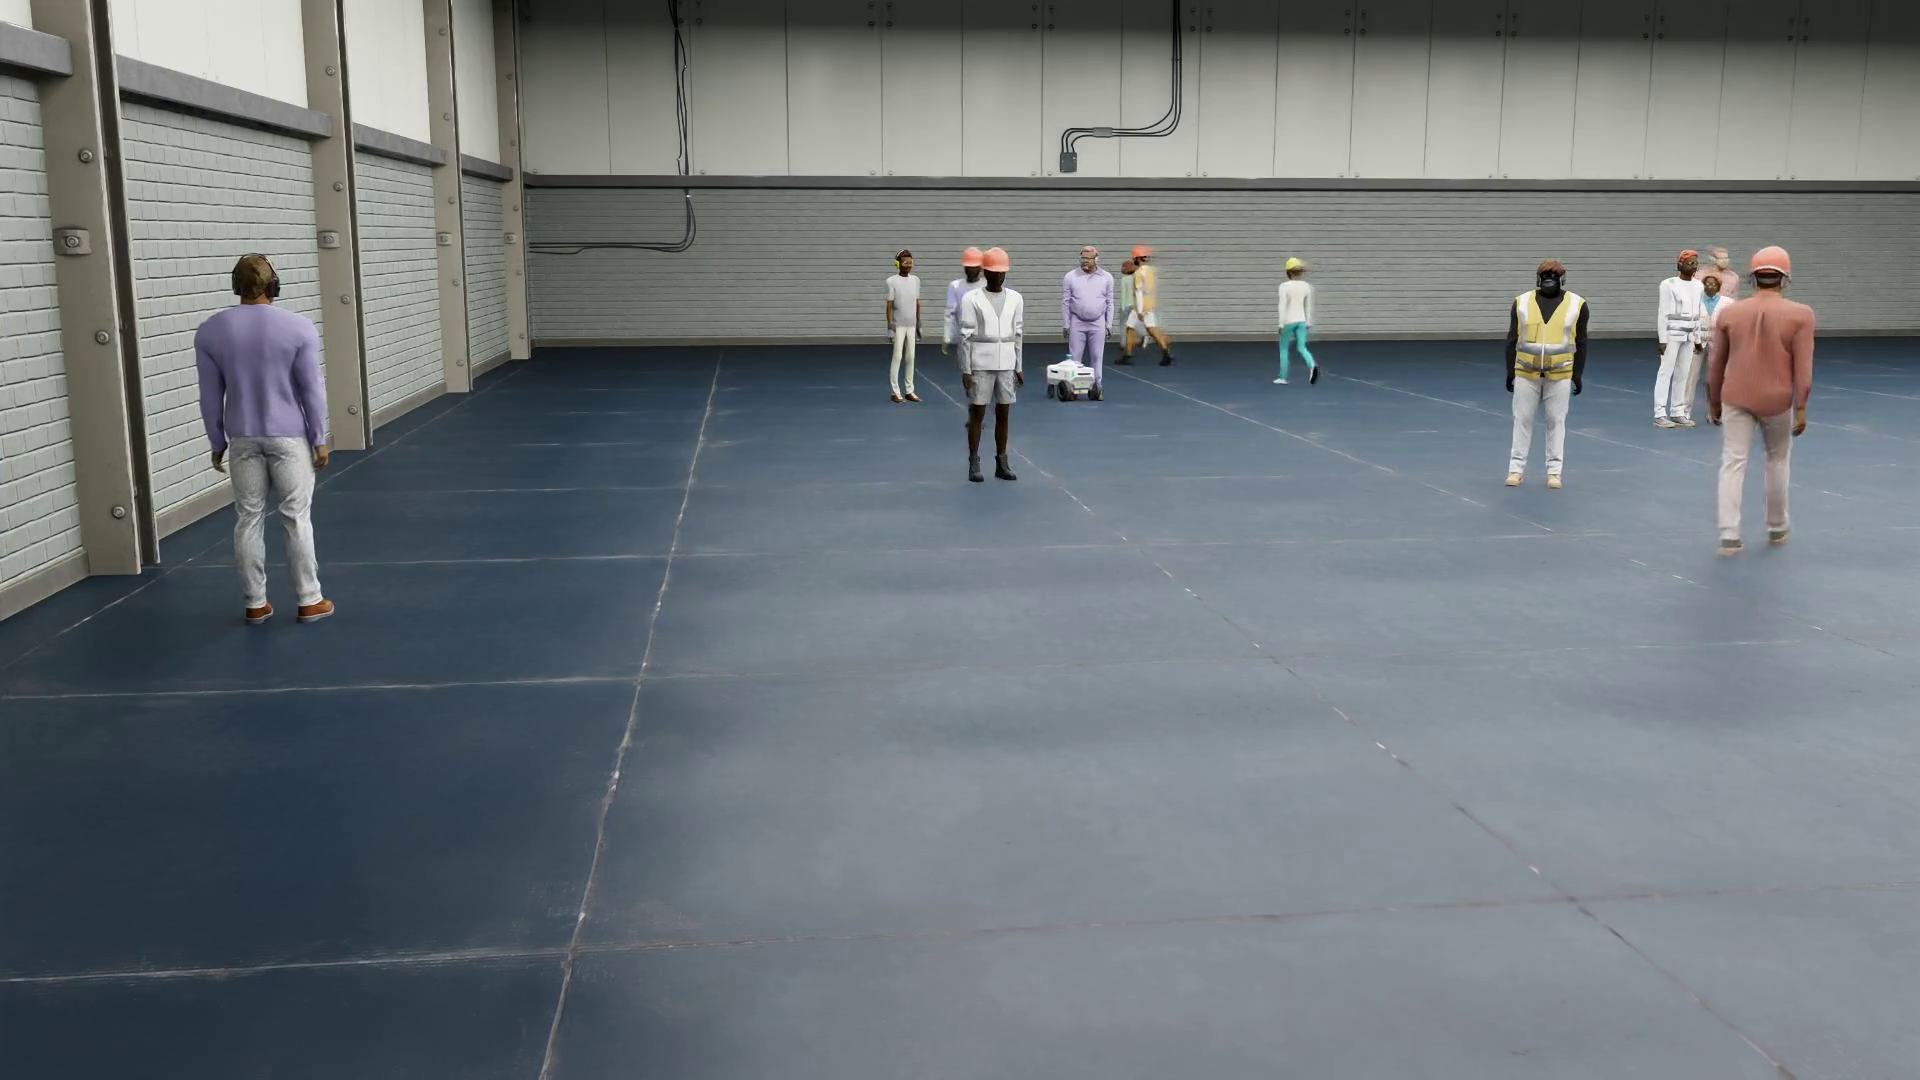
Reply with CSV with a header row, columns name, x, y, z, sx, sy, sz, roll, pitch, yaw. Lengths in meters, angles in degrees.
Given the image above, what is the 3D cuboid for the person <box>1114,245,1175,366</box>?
name,x,y,z,sx,sy,sz,roll,pitch,yaw
person,2.923,-3.670,26.101,0.951,1.903,0.554,7,13,35

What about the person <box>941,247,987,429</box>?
name,x,y,z,sx,sy,sz,roll,pitch,yaw
person,0.099,-2.099,17.450,0.555,1.897,0.878,3,11,18

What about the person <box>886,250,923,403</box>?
name,x,y,z,sx,sy,sz,roll,pitch,yaw
person,-0.675,-2.608,20.365,0.507,1.865,0.325,-8,13,-39

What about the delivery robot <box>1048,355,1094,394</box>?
name,x,y,z,sx,sy,sz,roll,pitch,yaw
delivery robot,1.375,-2.058,20.675,0.477,0.478,0.707,-5,11,-24

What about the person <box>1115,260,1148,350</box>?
name,x,y,z,sx,sy,sz,roll,pitch,yaw
person,3.039,-4.166,29.554,0.509,1.617,0.607,-8,13,-38

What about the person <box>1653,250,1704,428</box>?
name,x,y,z,sx,sy,sz,roll,pitch,yaw
person,7.670,-2.137,17.721,0.572,1.883,0.354,-4,11,-22

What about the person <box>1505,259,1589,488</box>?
name,x,y,z,sx,sy,sz,roll,pitch,yaw
person,4.723,-1.338,13.453,0.619,1.845,0.430,4,11,23

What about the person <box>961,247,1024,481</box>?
name,x,y,z,sx,sy,sz,roll,pitch,yaw
person,0.284,-1.446,13.790,0.552,1.932,0.377,-4,11,-19

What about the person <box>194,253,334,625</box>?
name,x,y,z,sx,sy,sz,roll,pitch,yaw
person,-3.618,-0.517,8.689,0.627,1.941,0.374,-1,10,-4

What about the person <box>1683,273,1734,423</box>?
name,x,y,z,sx,sy,sz,roll,pitch,yaw
person,8.131,-2.087,18.121,0.523,1.636,0.311,4,11,20

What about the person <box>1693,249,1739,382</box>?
name,x,y,z,sx,sy,sz,roll,pitch,yaw
person,10.412,-3.084,22.991,0.634,1.864,1.010,1,10,6

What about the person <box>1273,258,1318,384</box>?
name,x,y,z,sx,sy,sz,roll,pitch,yaw
person,4.582,-2.965,22.654,0.531,1.748,0.703,-5,11,-24

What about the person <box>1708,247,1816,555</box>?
name,x,y,z,sx,sy,sz,roll,pitch,yaw
person,5.184,-0.904,10.767,0.642,1.945,0.965,8,13,37

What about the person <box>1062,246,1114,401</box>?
name,x,y,z,sx,sy,sz,roll,pitch,yaw
person,1.582,-2.661,20.538,0.643,1.905,0.399,0,10,1
